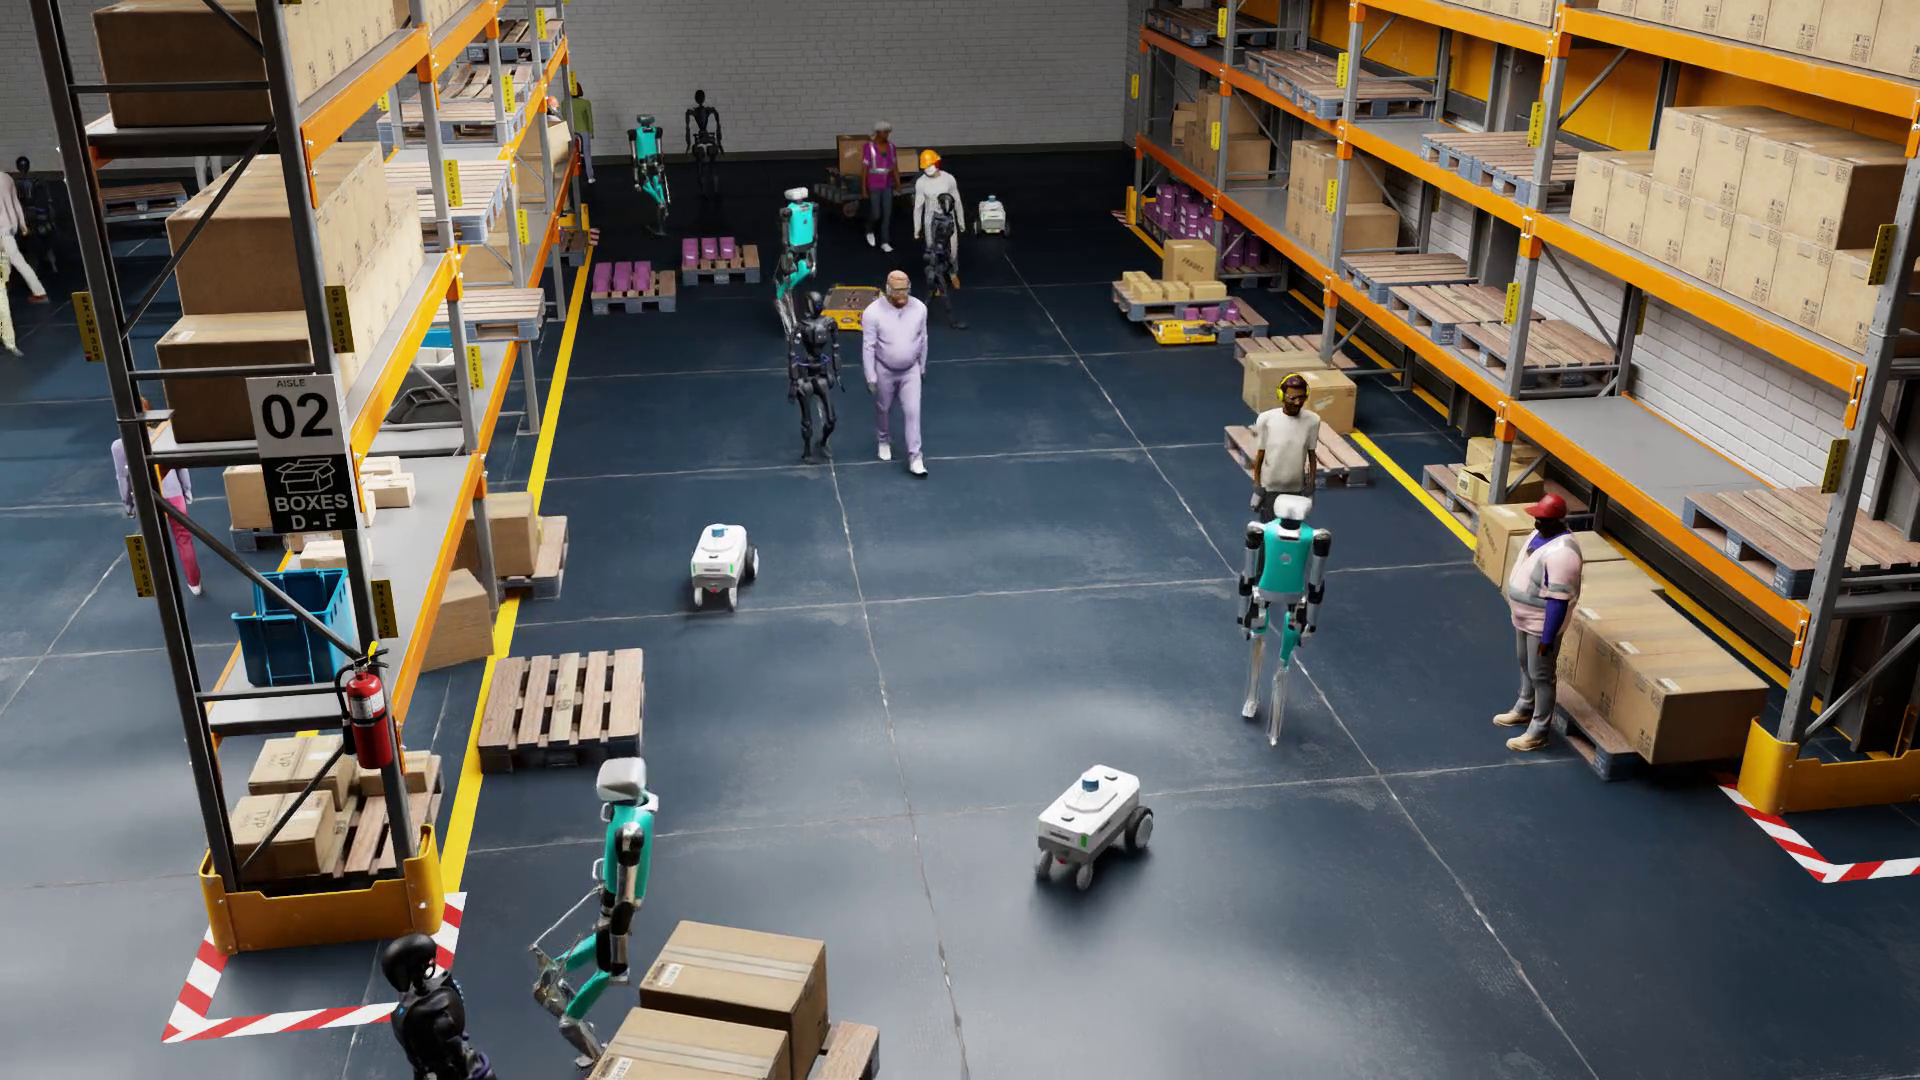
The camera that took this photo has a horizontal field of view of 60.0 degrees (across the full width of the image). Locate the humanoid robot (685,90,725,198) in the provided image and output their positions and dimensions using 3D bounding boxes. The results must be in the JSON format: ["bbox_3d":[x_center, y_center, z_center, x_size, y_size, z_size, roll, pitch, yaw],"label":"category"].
[{"bbox_3d":[-3.992,-6.183,26.057,0.613,1.666,0.435,-8,25,-18],"label":"humanoid robot"}]

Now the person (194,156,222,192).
[{"bbox_3d":[-11.621,-6.121,25.666,0.431,1.845,0.619,20,31,38],"label":"person"}]

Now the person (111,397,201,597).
[{"bbox_3d":[-6.127,-0.313,12.701,0.498,1.629,0.287,-15,28,-31],"label":"person"}]

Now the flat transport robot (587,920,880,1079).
[{"bbox_3d":[-0.998,2.747,7.419,1.431,0.231,0.659,5,24,12],"label":"flat transport robot"}]

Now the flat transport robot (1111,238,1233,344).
[{"bbox_3d":[2.501,-2.606,19.616,0.659,0.231,1.431,-3,24,-8],"label":"flat transport robot"}]

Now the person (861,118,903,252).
[{"bbox_3d":[-1.098,-4.883,22.860,0.556,1.830,0.459,-12,27,-26],"label":"person"}]

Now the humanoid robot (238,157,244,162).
[{"bbox_3d":[-9.174,-4.404,21.911,0.540,1.783,0.924,-13,27,-28],"label":"humanoid robot"}]

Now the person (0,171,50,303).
[{"bbox_3d":[-11.808,-3.831,20.408,1.063,1.870,0.634,4,24,10],"label":"person"}]

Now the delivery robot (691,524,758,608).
[{"bbox_3d":[-1.867,0.161,12.970,0.499,0.607,0.784,0,24,1],"label":"delivery robot"}]

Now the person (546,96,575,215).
[{"bbox_3d":[-6.090,-5.783,25.006,0.567,1.747,0.337,7,25,15],"label":"person"}]

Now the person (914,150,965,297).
[{"bbox_3d":[-0.259,-3.953,20.721,0.628,1.851,0.636,1,24,3],"label":"person"}]

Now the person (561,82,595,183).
[{"bbox_3d":[-6.215,-6.638,27.115,0.494,1.626,0.285,-1,24,-2],"label":"person"}]

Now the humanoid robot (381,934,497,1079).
[{"bbox_3d":[-2.054,2.252,6.818,0.450,1.638,0.601,-20,31,-38],"label":"humanoid robot"}]

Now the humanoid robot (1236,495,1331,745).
[{"bbox_3d":[2.078,0.448,10.848,0.550,1.771,0.796,4,24,10],"label":"humanoid robot"}]

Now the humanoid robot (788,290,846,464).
[{"bbox_3d":[-1.353,-1.511,15.370,0.588,1.642,0.350,-18,29,-35],"label":"humanoid robot"}]

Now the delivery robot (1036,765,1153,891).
[{"bbox_3d":[0.745,1.619,9.620,0.499,0.583,0.759,15,28,30],"label":"delivery robot"}]

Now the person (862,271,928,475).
[{"bbox_3d":[-0.568,-1.537,15.209,0.645,1.856,0.939,-7,25,-15],"label":"person"}]

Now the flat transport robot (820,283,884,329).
[{"bbox_3d":[-1.309,-2.816,20.094,0.659,0.231,1.431,1,24,2],"label":"flat transport robot"}]

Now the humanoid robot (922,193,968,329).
[{"bbox_3d":[-0.247,-3.244,19.385,0.715,1.625,0.616,8,25,18],"label":"humanoid robot"}]

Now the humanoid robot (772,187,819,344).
[{"bbox_3d":[-1.961,-3.164,19.049,0.674,1.792,0.530,21,31,40],"label":"humanoid robot"}]

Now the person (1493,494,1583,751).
[{"bbox_3d":[3.706,0.509,10.687,0.419,1.748,0.610,0,24,0],"label":"person"}]

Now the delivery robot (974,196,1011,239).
[{"bbox_3d":[0.453,-4.626,23.867,0.519,0.600,0.771,-1,24,-2],"label":"delivery robot"}]

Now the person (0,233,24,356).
[{"bbox_3d":[-10.874,-2.897,18.481,0.688,1.716,0.578,17,29,34],"label":"person"}]

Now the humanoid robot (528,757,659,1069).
[{"bbox_3d":[-1.745,1.839,7.694,0.798,1.799,0.538,-3,24,-6],"label":"humanoid robot"}]

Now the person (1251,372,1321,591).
[{"bbox_3d":[2.447,-0.379,12.571,0.492,1.862,0.328,-1,24,-2],"label":"person"}]

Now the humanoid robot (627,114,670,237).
[{"bbox_3d":[-4.282,-5.059,23.389,0.547,1.759,0.940,-19,30,-37],"label":"humanoid robot"}]

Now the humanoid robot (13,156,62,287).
[{"bbox_3d":[-11.766,-4.019,21.087,0.601,1.651,0.440,-19,30,-36],"label":"humanoid robot"}]
